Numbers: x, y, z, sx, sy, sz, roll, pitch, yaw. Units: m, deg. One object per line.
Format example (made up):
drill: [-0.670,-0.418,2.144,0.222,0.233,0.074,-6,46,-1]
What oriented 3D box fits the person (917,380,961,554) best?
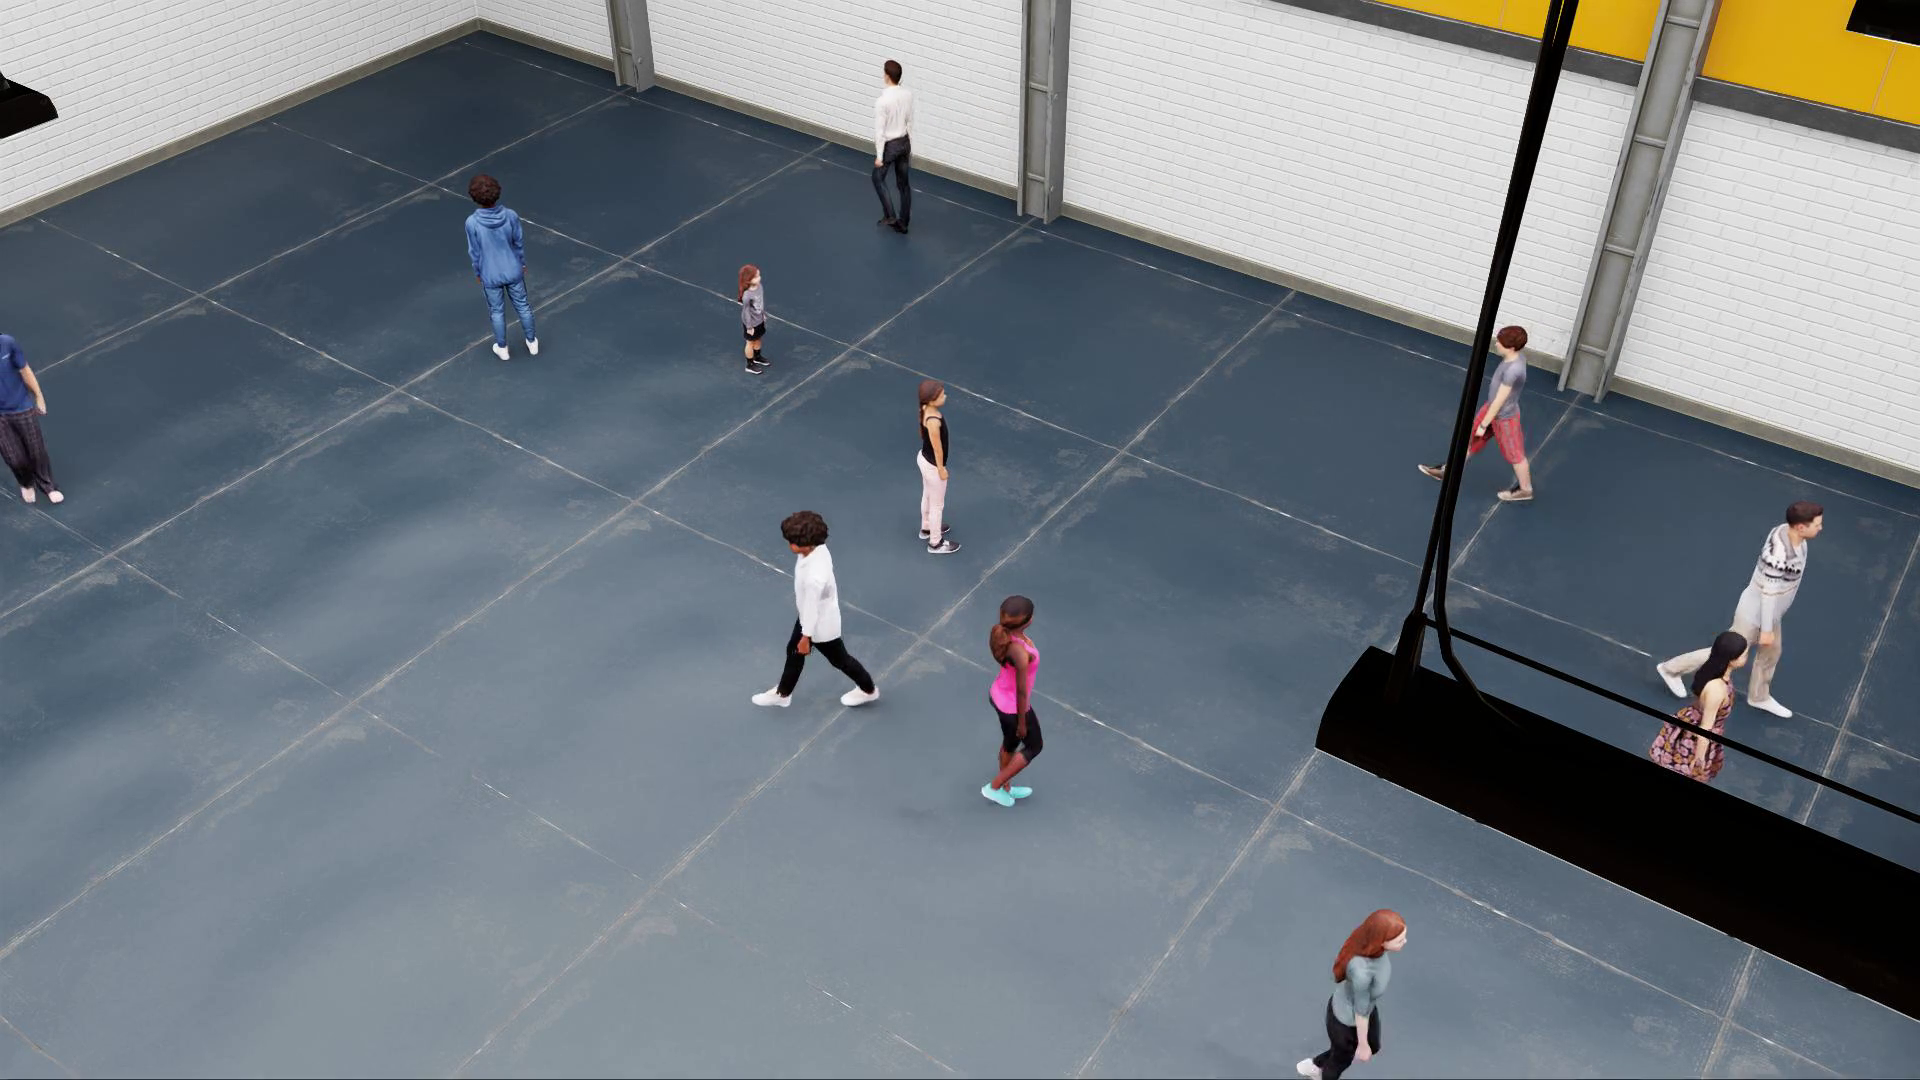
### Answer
person: [-0.211,-0.600,13.157,0.677,1.566,0.605,-10,40,-13]

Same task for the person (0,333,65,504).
person: [-7.783,-1.100,13.550,0.740,1.858,0.726,-28,47,-31]

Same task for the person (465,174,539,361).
person: [-4.240,-2.511,15.360,0.753,1.804,0.755,-15,41,-18]

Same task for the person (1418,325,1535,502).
person: [4.526,-0.987,13.614,1.263,1.601,0.933,7,39,9]

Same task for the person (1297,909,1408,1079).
person: [2.057,2.560,9.067,0.654,1.732,0.605,19,42,22]

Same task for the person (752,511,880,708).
person: [-0.898,0.545,11.570,1.197,1.758,1.141,-6,39,-8]

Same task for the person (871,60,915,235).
person: [-0.620,-4.016,17.199,0.758,1.860,0.708,-29,47,-31]

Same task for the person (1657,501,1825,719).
person: [5.489,0.458,11.611,1.139,1.843,0.662,24,45,27]

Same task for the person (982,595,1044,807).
person: [0.253,1.095,10.925,0.800,1.703,0.736,-8,39,-10]

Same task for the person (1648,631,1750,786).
person: [4.697,1.281,10.640,0.747,1.768,0.737,16,41,19]

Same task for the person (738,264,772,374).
person: [-1.912,-2.071,15.367,0.500,1.107,0.504,13,40,16]
